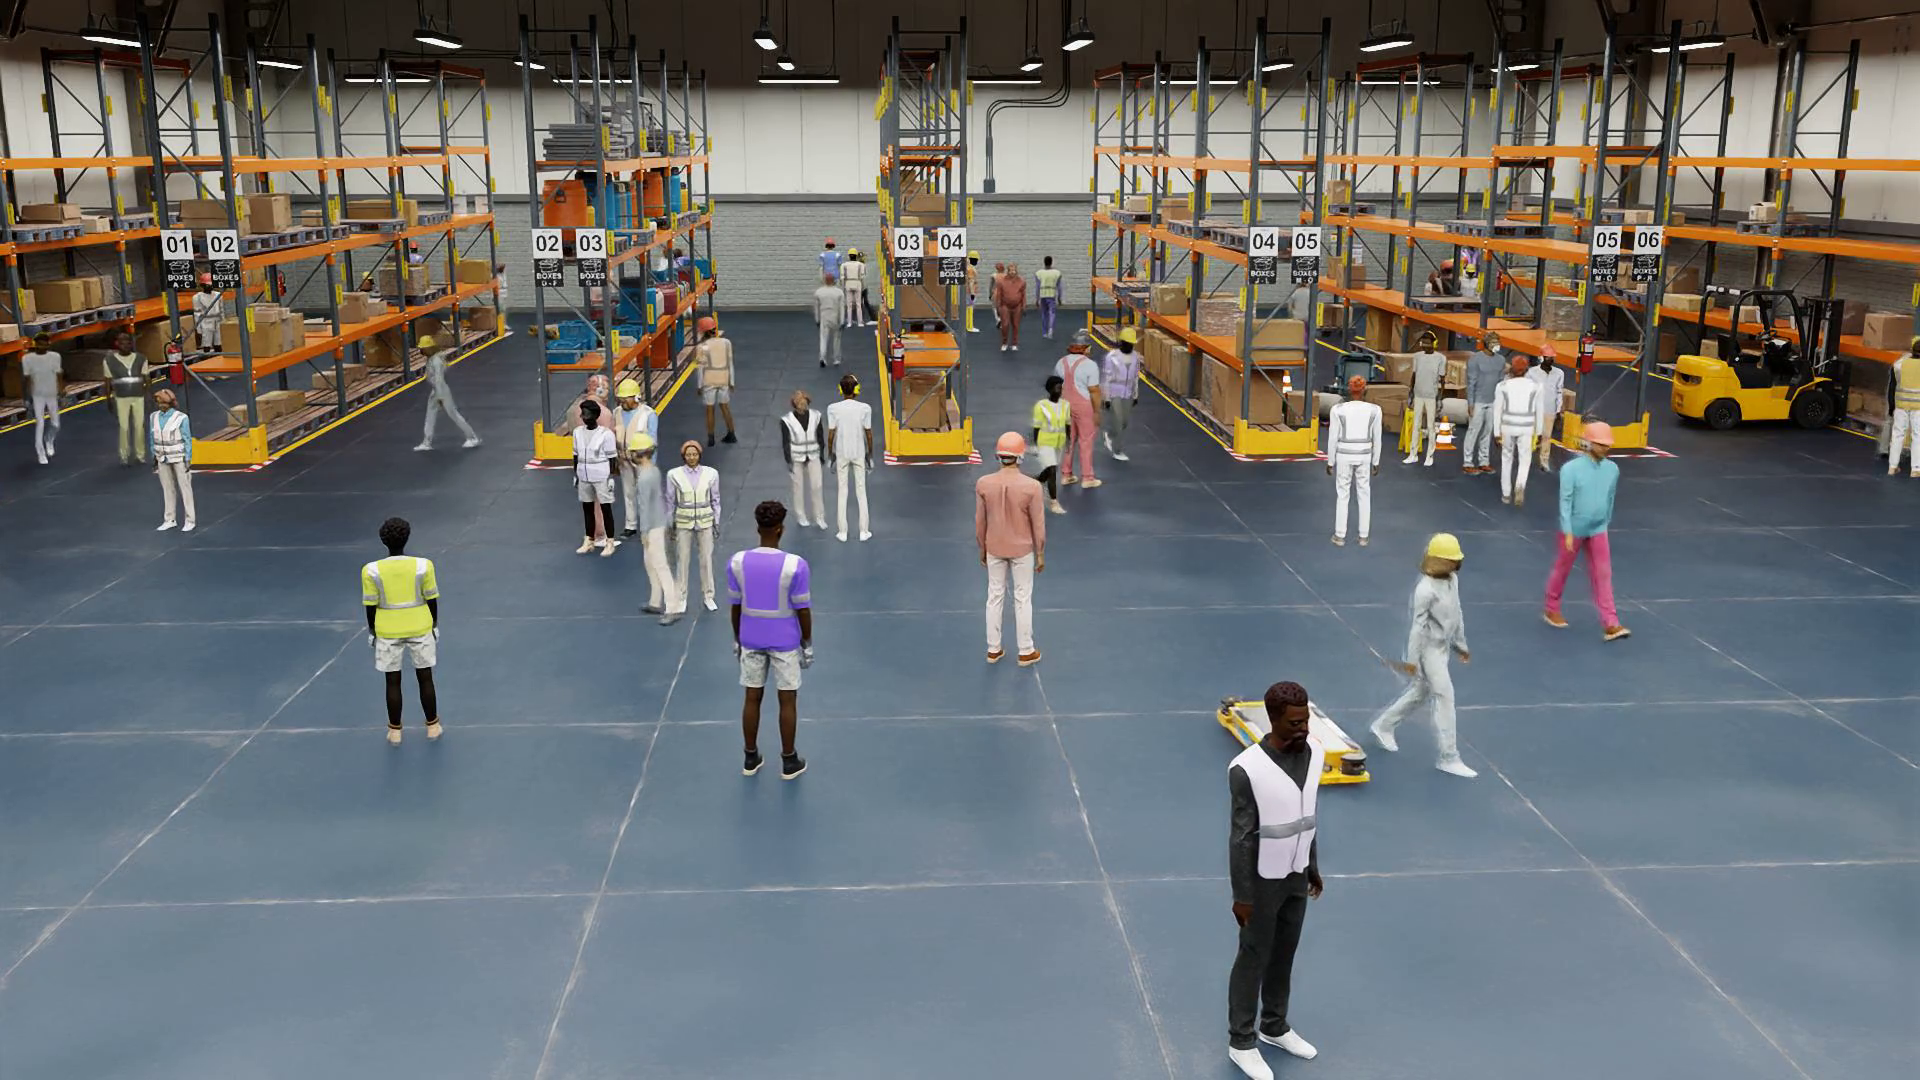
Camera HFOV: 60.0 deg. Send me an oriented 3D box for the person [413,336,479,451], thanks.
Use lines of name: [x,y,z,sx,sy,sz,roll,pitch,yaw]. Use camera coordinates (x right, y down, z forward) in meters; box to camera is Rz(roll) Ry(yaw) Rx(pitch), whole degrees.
person: [-7.486,-2.146,24.139,0.907,1.685,0.501,-9,16,-34]

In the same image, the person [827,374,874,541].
person: [-1.222,-0.913,18.513,0.521,1.865,0.319,0,13,-2]

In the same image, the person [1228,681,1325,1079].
person: [1.483,1.577,7.853,0.596,1.915,0.379,-11,17,-39]

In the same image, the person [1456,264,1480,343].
person: [11.409,-5.307,37.345,0.533,1.765,0.331,-1,13,-3]

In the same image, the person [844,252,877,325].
person: [-2.508,-6.203,41.067,0.994,1.805,0.497,-3,14,-12]

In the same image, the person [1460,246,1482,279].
person: [13.431,-6.987,43.863,0.607,2.044,0.374,-1,13,-4]

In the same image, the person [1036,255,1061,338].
person: [2.033,-5.598,38.290,0.594,1.894,0.866,1,13,3]

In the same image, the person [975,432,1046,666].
person: [0.431,0.076,14.040,0.611,1.997,0.375,5,14,20]

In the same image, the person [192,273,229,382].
person: [-14.011,-3.973,31.136,0.426,2.035,0.601,8,15,31]

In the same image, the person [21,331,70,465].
person: [-12.754,-1.997,23.151,0.598,1.843,0.576,-11,17,-40]

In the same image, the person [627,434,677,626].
person: [-2.844,-0.101,15.375,0.464,1.735,0.660,0,13,2]

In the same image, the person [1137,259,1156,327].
person: [4.516,-5.938,40.185,0.574,1.699,0.895,-13,18,-43]

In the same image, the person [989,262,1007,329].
person: [0.956,-5.885,40.072,0.541,1.622,0.393,-3,14,-14]

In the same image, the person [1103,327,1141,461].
person: [2.238,-2.071,23.386,0.594,1.891,0.682,-8,15,-30]

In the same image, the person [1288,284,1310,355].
person: [7.170,-4.694,34.880,0.577,1.699,0.952,4,14,17]

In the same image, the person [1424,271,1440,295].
person: [10.478,-5.149,36.953,0.497,1.633,0.278,-13,18,-43]

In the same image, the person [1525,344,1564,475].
person: [7.805,-1.753,22.301,0.563,1.756,0.318,-1,13,-4]

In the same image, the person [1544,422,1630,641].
person: [5.613,-0.085,14.847,0.619,1.938,1.034,-3,14,-11]

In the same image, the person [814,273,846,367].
person: [-2.610,-4.406,33.320,0.652,1.873,0.945,2,13,9]

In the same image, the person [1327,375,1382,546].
person: [4.325,-0.869,18.286,0.577,1.882,0.349,1,13,3]

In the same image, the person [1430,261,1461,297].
person: [10.189,-4.877,35.071,0.615,1.980,1.069,-1,13,-5]

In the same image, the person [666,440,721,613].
person: [-2.508,-0.132,15.687,0.514,1.641,0.309,-4,14,-16]

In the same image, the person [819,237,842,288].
person: [-3.347,-6.817,43.132,0.608,2.048,0.365,-2,13,-8]

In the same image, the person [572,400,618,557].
person: [-3.918,-0.663,17.812,0.542,1.695,0.316,5,14,21]

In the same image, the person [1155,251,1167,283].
person: [5.268,-6.847,44.144,0.498,1.633,0.278,10,17,37]

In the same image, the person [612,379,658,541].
person: [-3.628,-0.889,18.512,0.586,1.824,0.405,5,14,19]

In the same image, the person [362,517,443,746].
person: [-4.070,0.669,12.169,0.533,1.697,0.319,-5,14,-19]

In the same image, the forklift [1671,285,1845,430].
forklift: [12.503,-2.886,26.166,2.313,2.155,1.214,-1,13,-3]

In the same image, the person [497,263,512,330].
person: [-11.055,-5.846,39.908,0.439,1.622,0.575,2,13,10]

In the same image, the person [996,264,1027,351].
person: [1.107,-4.993,35.798,0.652,1.873,0.517,-1,13,-6]

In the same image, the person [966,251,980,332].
person: [0.295,-5.922,39.610,0.378,1.922,0.585,0,13,-2]

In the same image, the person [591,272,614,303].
person: [-8.087,-5.410,37.319,0.615,1.974,0.537,0,13,1]

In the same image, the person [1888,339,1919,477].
person: [12.707,-1.762,22.157,0.429,1.842,0.636,-11,17,-38]

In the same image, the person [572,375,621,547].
person: [-3.971,-0.865,18.268,0.396,1.895,0.648,-12,18,-40]

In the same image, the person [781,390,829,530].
person: [-1.760,-0.908,19.013,0.529,1.612,0.666,-5,14,-20]

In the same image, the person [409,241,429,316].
person: [-14.182,-6.816,43.361,0.544,1.939,0.354,2,13,9]

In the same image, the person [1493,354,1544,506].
person: [6.787,-1.324,20.266,0.588,1.861,0.698,5,14,19]

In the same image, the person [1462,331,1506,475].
person: [7.026,-1.830,22.270,0.629,1.935,0.376,-6,15,-24]

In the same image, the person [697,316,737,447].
person: [-3.592,-2.326,24.385,0.572,1.924,0.391,-9,16,-33]

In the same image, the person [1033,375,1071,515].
person: [1.056,-1.181,20.084,0.540,1.673,0.788,-9,16,-35]

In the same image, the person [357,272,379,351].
person: [-12.547,-4.826,35.350,0.484,1.744,0.295,-10,17,-36]

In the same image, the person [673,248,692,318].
person: [-7.090,-6.586,42.699,0.761,1.807,0.682,10,17,37]

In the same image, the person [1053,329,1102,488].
person: [1.579,-1.707,21.499,0.692,2.000,0.535,12,18,42]

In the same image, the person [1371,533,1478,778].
person: [3.309,0.763,11.747,0.828,1.709,0.487,10,17,37]

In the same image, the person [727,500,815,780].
person: [-1.300,0.688,11.532,0.600,1.958,0.368,4,14,15]

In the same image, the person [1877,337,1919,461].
person: [13.251,-1.945,23.040,0.862,1.783,0.621,3,14,14]

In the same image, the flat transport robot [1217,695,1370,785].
flat transport robot: [2.384,1.425,12.019,0.652,0.197,1.431,-2,14,-8]

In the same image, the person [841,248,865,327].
person: [-2.600,-6.141,40.553,0.586,1.916,0.391,0,13,1]

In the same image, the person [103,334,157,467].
person: [-11.376,-1.914,22.866,0.569,1.825,0.656,-12,18,-42]

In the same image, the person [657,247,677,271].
person: [-7.526,-6.572,42.537,0.722,1.853,0.348,7,15,29]

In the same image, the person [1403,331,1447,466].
person: [6.421,-1.954,22.927,0.519,1.865,0.328,10,17,37]

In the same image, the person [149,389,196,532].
person: [-8.990,-0.910,18.982,0.511,1.640,0.309,3,14,12]
